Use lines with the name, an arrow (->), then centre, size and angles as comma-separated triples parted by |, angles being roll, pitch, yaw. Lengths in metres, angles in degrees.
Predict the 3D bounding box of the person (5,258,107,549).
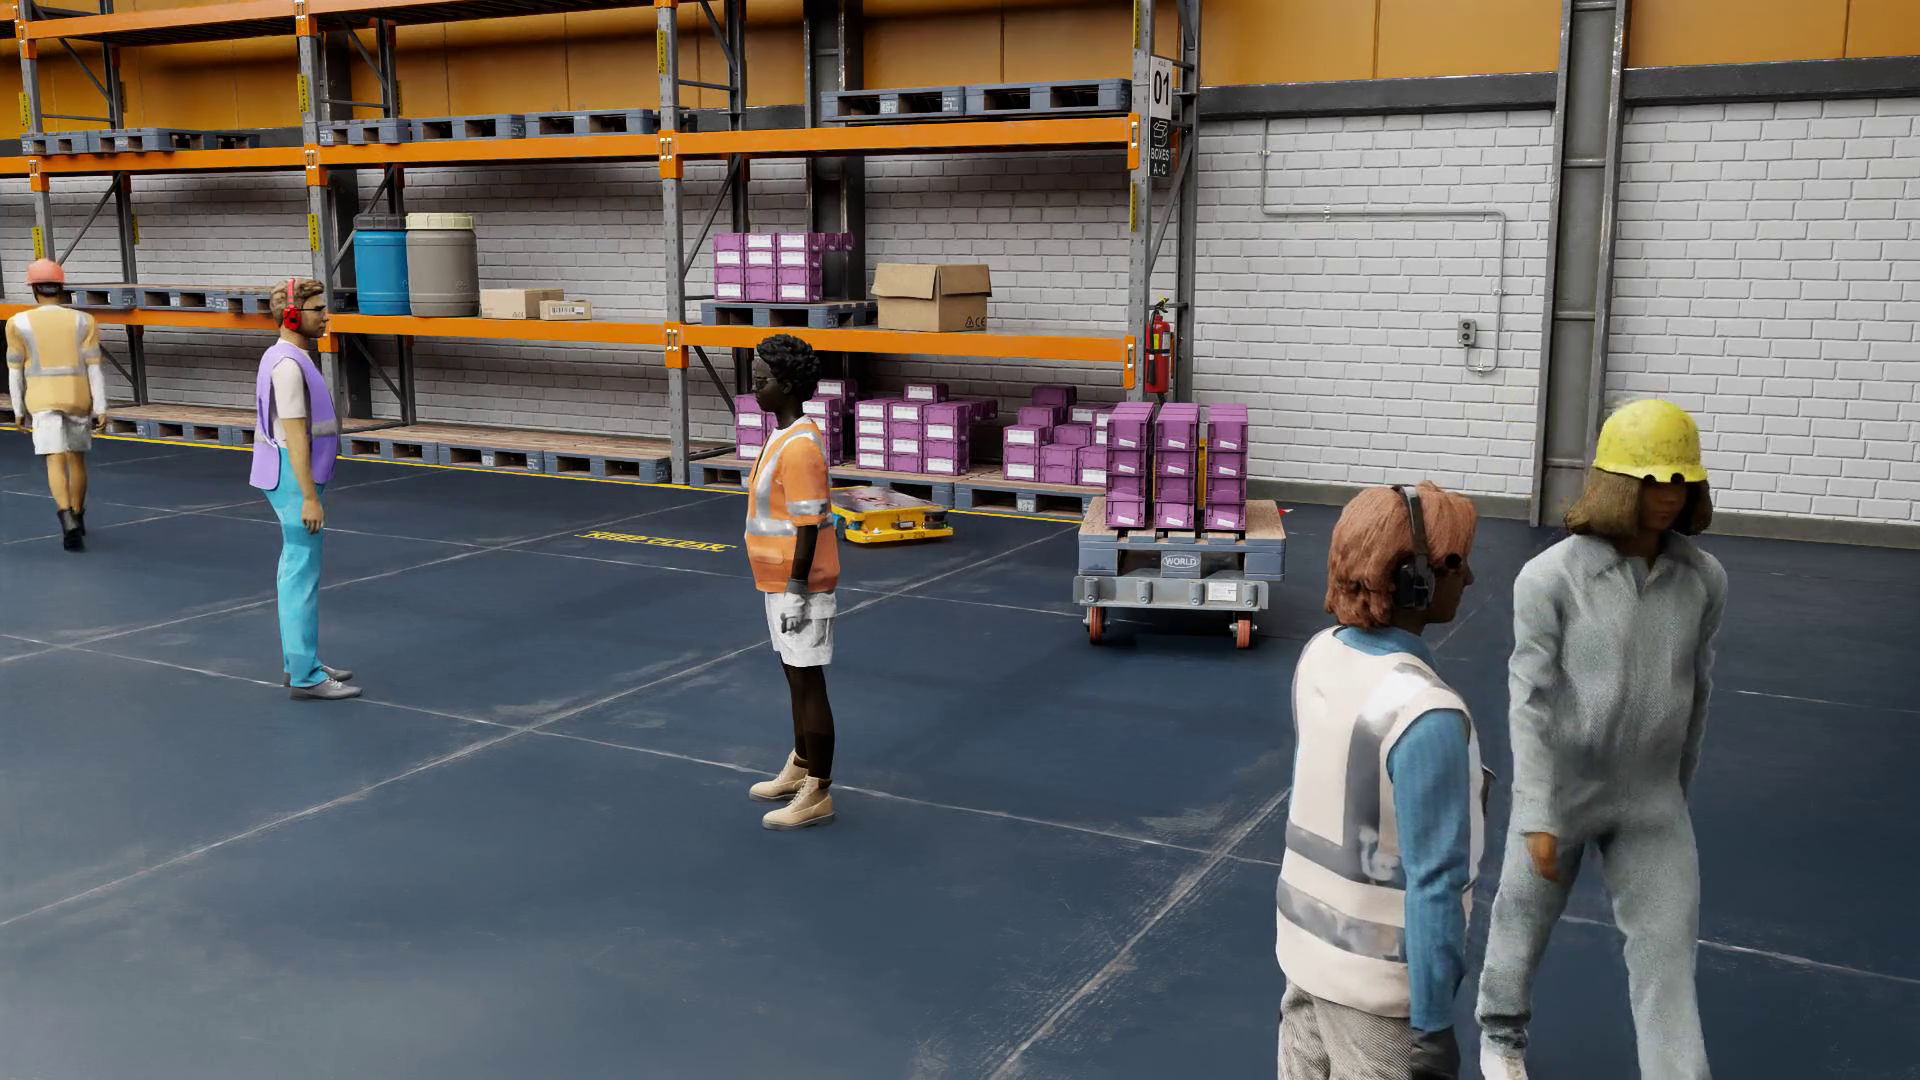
person -> -5.917, -0.899, 10.938 | 0.544, 1.896, 0.946 | -7, 13, -34

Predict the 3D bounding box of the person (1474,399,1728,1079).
person -> 1.386, 0.549, 3.516 | 0.496, 1.689, 0.951 | -1, 10, -6

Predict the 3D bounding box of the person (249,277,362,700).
person -> -2.911, -0.222, 7.318 | 0.393, 1.847, 0.563 | -4, 11, -22

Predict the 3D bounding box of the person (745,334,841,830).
person -> -0.578, 0.143, 5.734 | 0.319, 1.697, 0.532 | -2, 11, -13

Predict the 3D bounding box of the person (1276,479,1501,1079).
person -> 0.676, 0.716, 2.741 | 0.315, 1.641, 0.514 | -2, 10, -10

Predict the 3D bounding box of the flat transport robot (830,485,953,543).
flat transport robot -> -0.670, -0.198, 11.510 | 0.652, 0.197, 1.431 | -6, 12, -28
